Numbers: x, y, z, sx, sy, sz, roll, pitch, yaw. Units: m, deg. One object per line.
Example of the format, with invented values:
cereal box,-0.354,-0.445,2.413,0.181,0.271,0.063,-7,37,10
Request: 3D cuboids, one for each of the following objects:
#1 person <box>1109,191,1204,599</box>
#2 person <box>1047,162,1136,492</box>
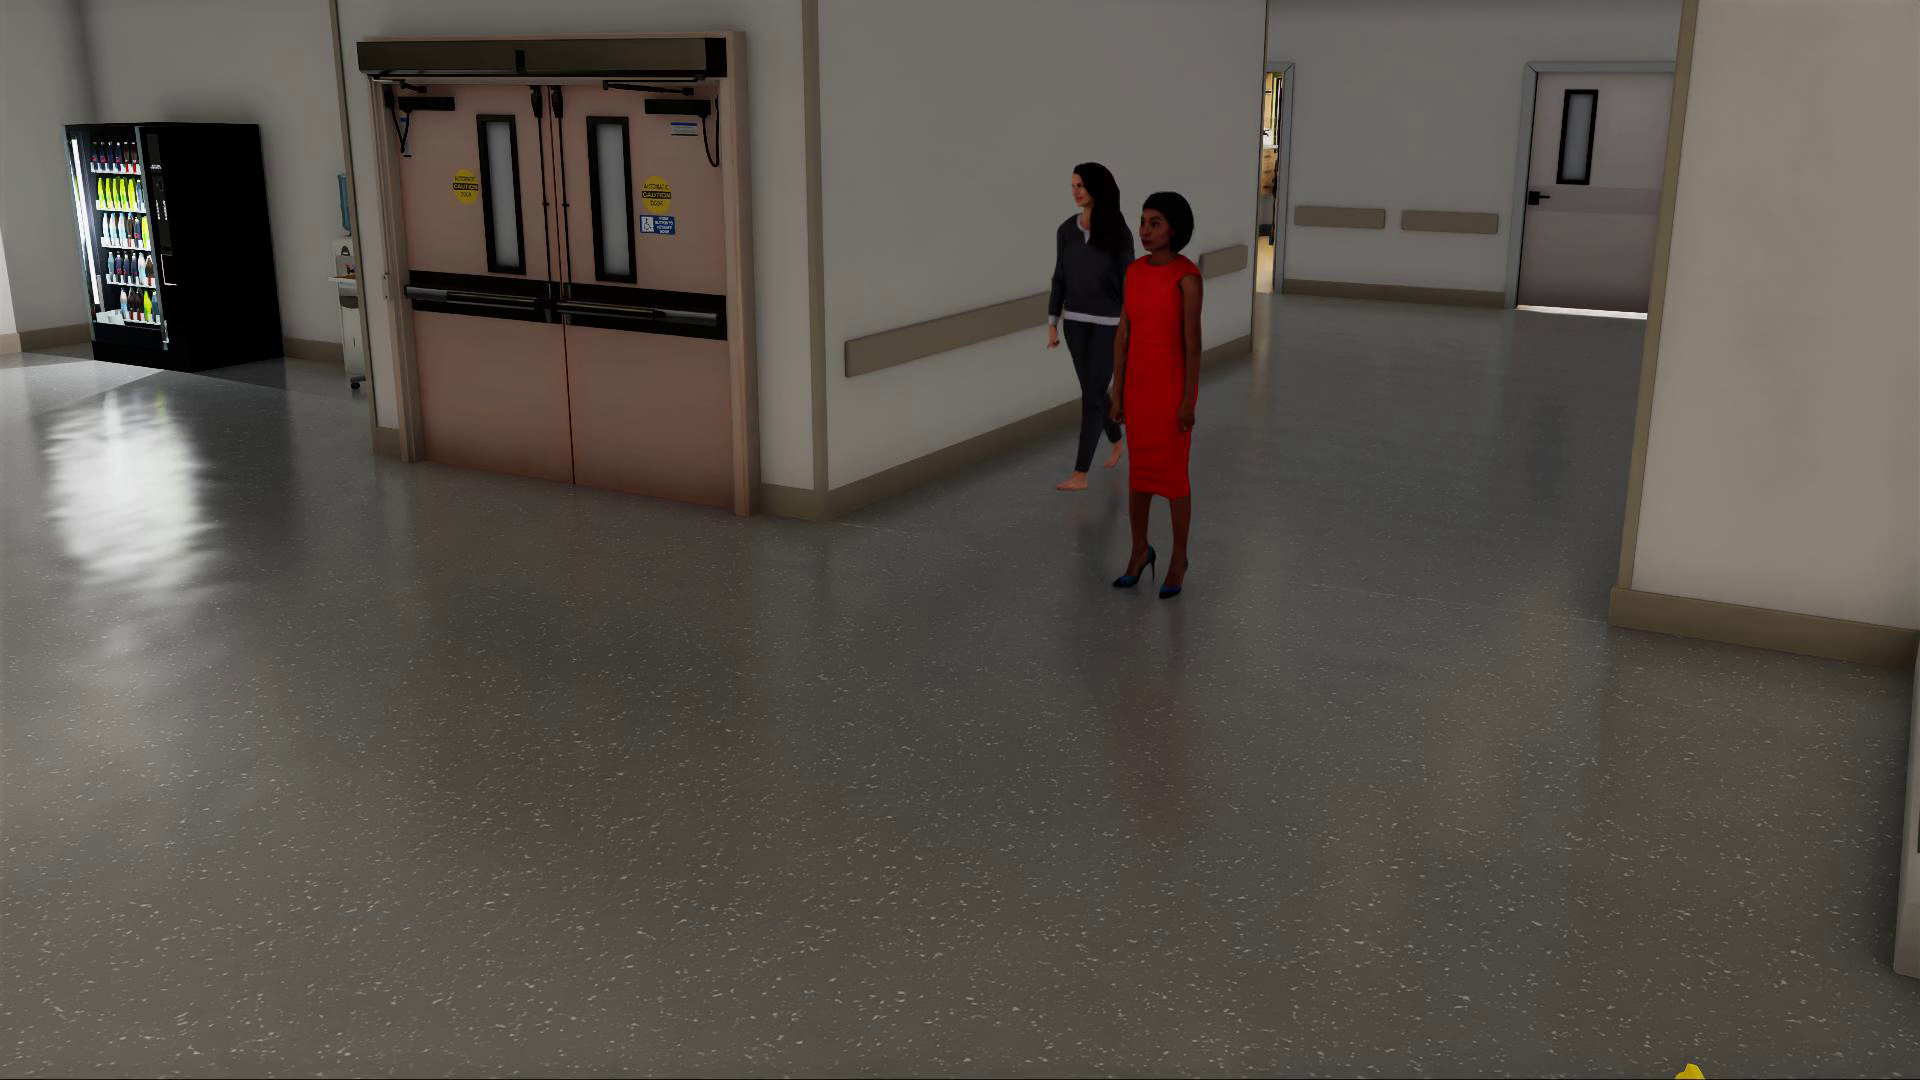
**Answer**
person,0.867,-0.622,7.190,0.525,1.743,0.684,15,22,43
person,0.775,-1.168,9.163,1.073,1.724,0.711,9,18,29
